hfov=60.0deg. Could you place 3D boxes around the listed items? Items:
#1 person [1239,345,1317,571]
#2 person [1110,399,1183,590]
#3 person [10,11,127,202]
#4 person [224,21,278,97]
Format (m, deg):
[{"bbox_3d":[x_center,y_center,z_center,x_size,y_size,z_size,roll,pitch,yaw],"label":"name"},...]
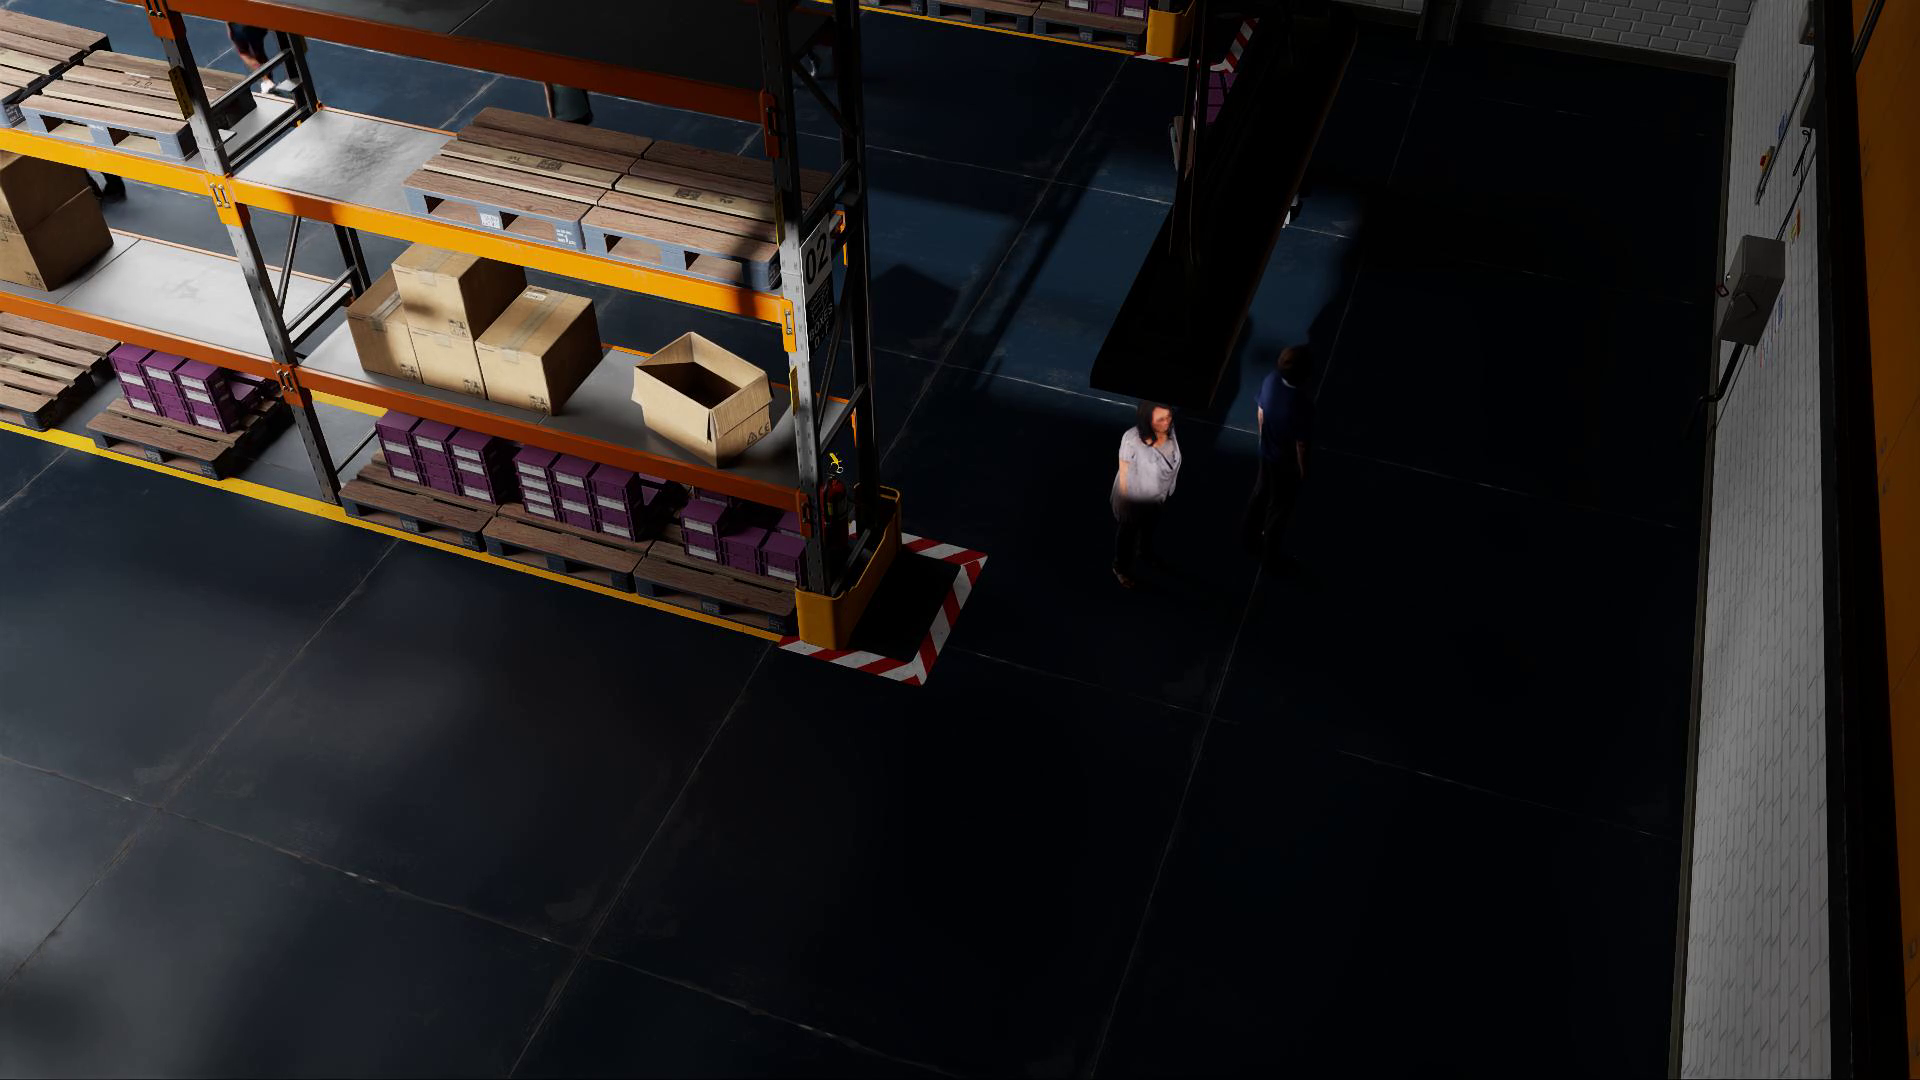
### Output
[{"bbox_3d":[2.201,-0.568,11.424,0.798,1.871,0.732,-19,47,-19],"label":"person"},{"bbox_3d":[1.267,-0.389,11.425,0.754,1.610,0.798,-30,51,-28],"label":"person"},{"bbox_3d":[-7.980,-3.846,14.938,0.888,1.771,0.838,-12,45,-12],"label":"person"},{"bbox_3d":[-6.974,-5.068,16.330,0.804,1.620,0.770,34,53,30],"label":"person"}]
